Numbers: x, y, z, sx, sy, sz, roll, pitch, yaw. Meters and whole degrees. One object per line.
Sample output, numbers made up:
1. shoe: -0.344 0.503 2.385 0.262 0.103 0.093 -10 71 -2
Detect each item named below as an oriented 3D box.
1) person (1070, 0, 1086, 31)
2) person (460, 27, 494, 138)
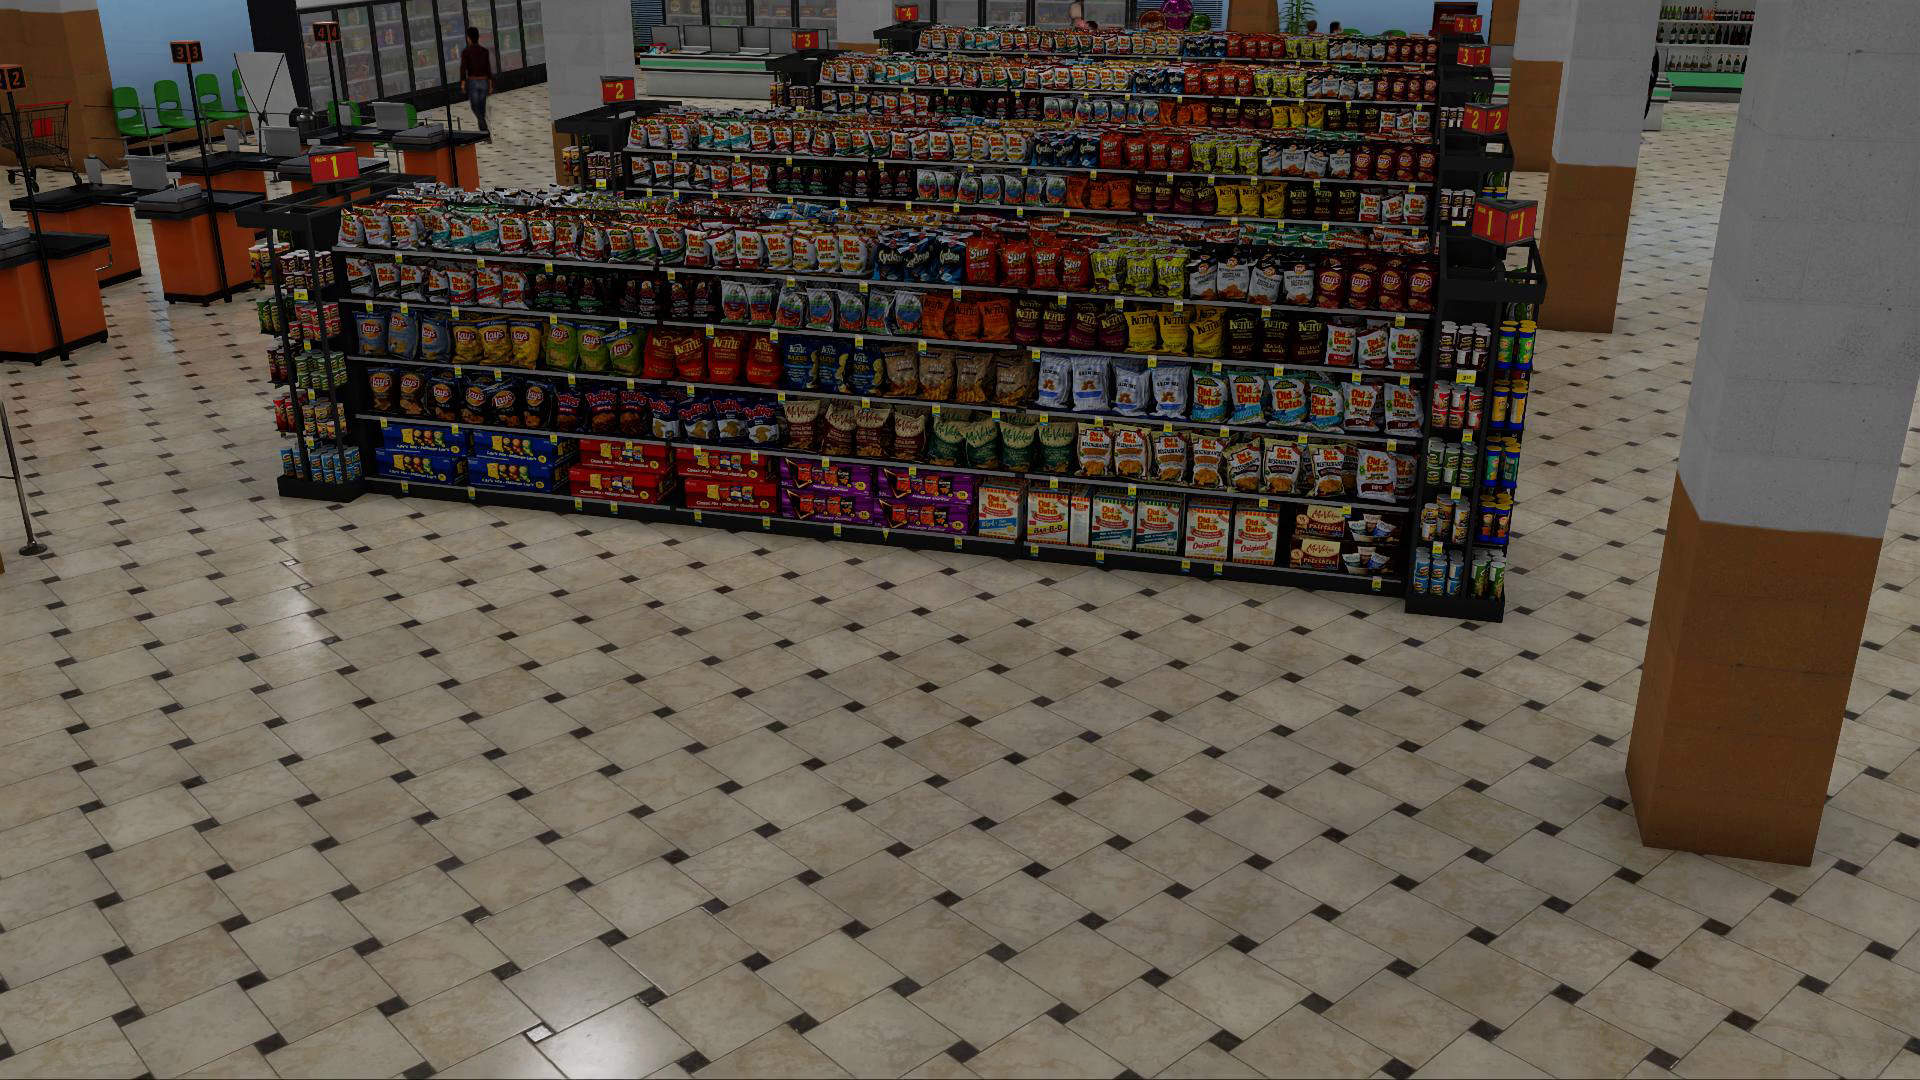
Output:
1. person: 2.320 -9.446 32.078 0.662 1.713 0.614 7 23 16
2. person: -7.685 -7.256 26.565 0.995 1.760 1.096 -16 27 -35
